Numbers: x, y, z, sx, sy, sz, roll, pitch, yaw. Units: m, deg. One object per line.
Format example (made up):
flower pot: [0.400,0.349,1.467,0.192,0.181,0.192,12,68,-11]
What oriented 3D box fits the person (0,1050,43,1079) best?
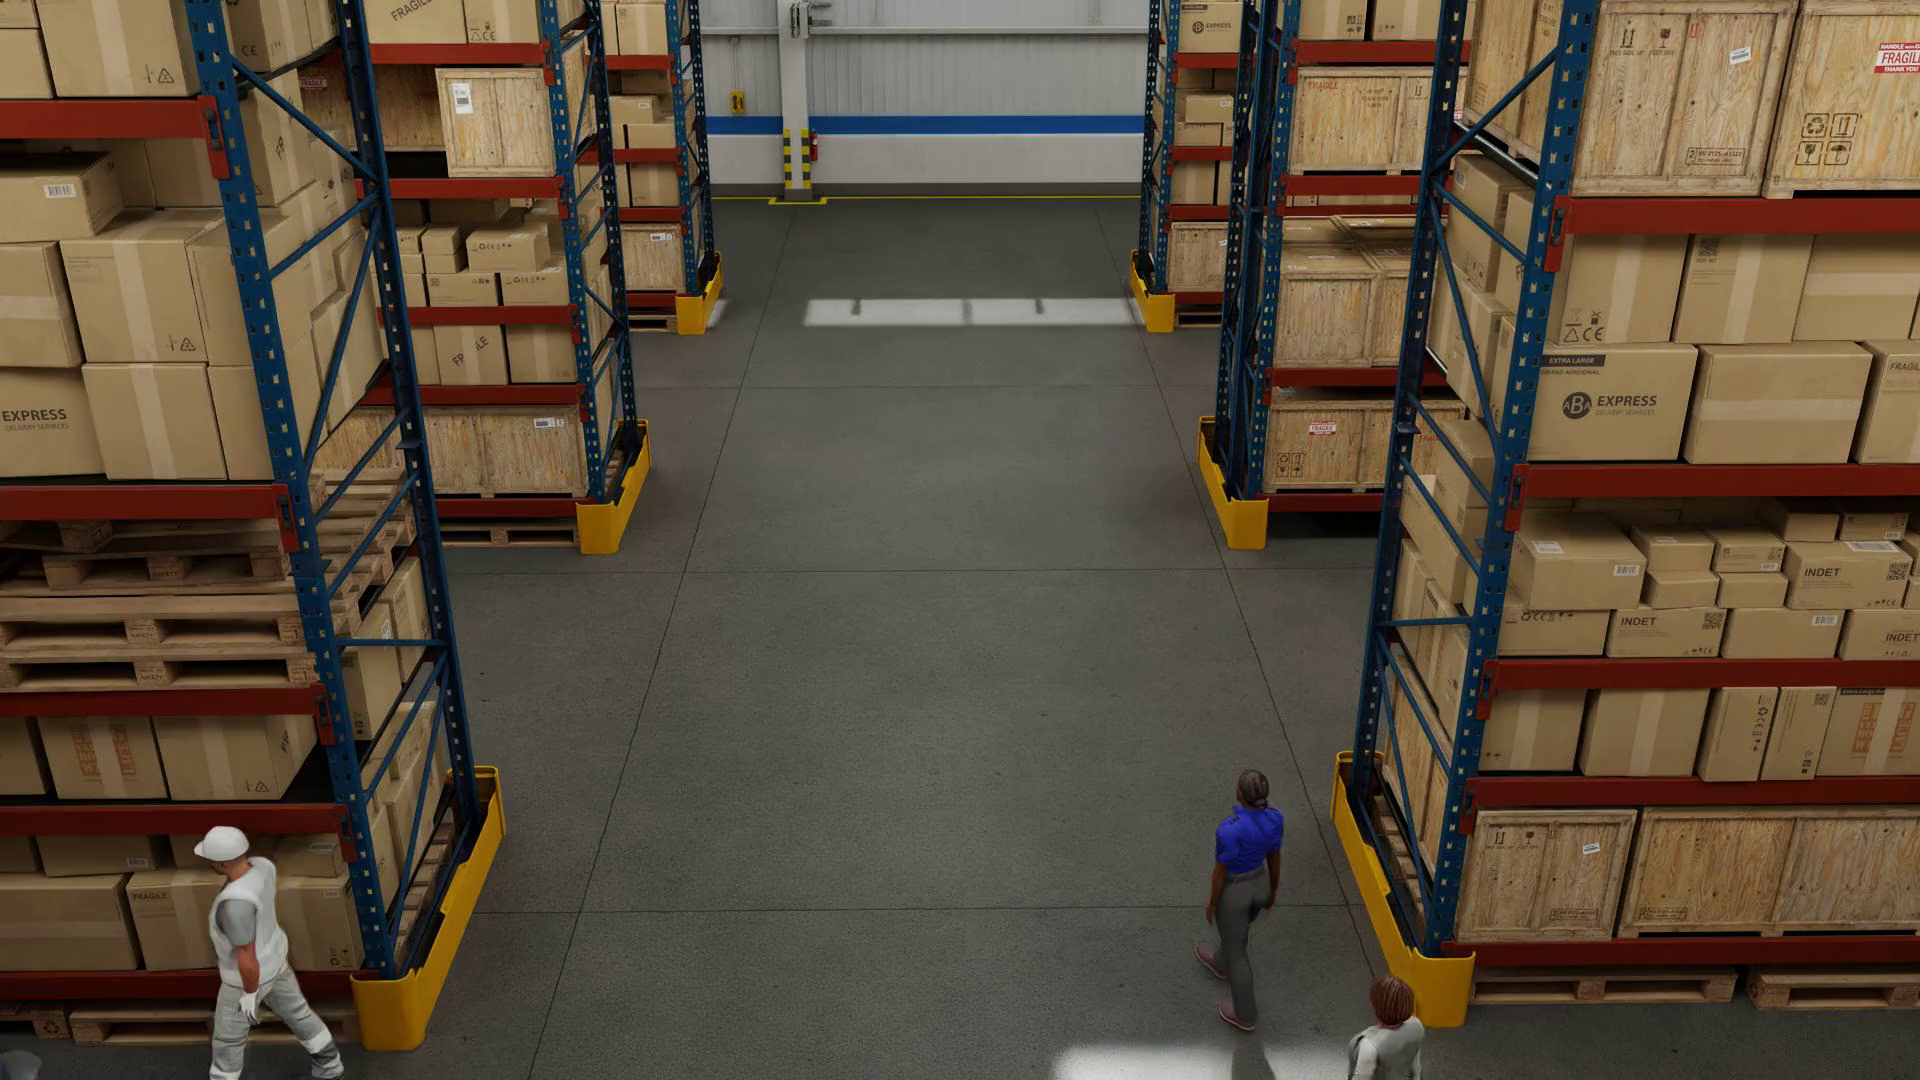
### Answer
person: [-4.190,3.044,7.458,0.553,1.662,0.467,14,28,27]

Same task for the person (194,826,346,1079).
person: [-3.894,2.297,8.931,0.870,1.754,0.599,-1,25,-1]

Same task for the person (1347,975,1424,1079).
person: [1.993,2.773,8.130,0.428,1.603,0.500,-18,31,-33]

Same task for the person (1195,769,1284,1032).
person: [1.583,2.009,9.706,0.451,1.647,0.747,-14,29,-28]
